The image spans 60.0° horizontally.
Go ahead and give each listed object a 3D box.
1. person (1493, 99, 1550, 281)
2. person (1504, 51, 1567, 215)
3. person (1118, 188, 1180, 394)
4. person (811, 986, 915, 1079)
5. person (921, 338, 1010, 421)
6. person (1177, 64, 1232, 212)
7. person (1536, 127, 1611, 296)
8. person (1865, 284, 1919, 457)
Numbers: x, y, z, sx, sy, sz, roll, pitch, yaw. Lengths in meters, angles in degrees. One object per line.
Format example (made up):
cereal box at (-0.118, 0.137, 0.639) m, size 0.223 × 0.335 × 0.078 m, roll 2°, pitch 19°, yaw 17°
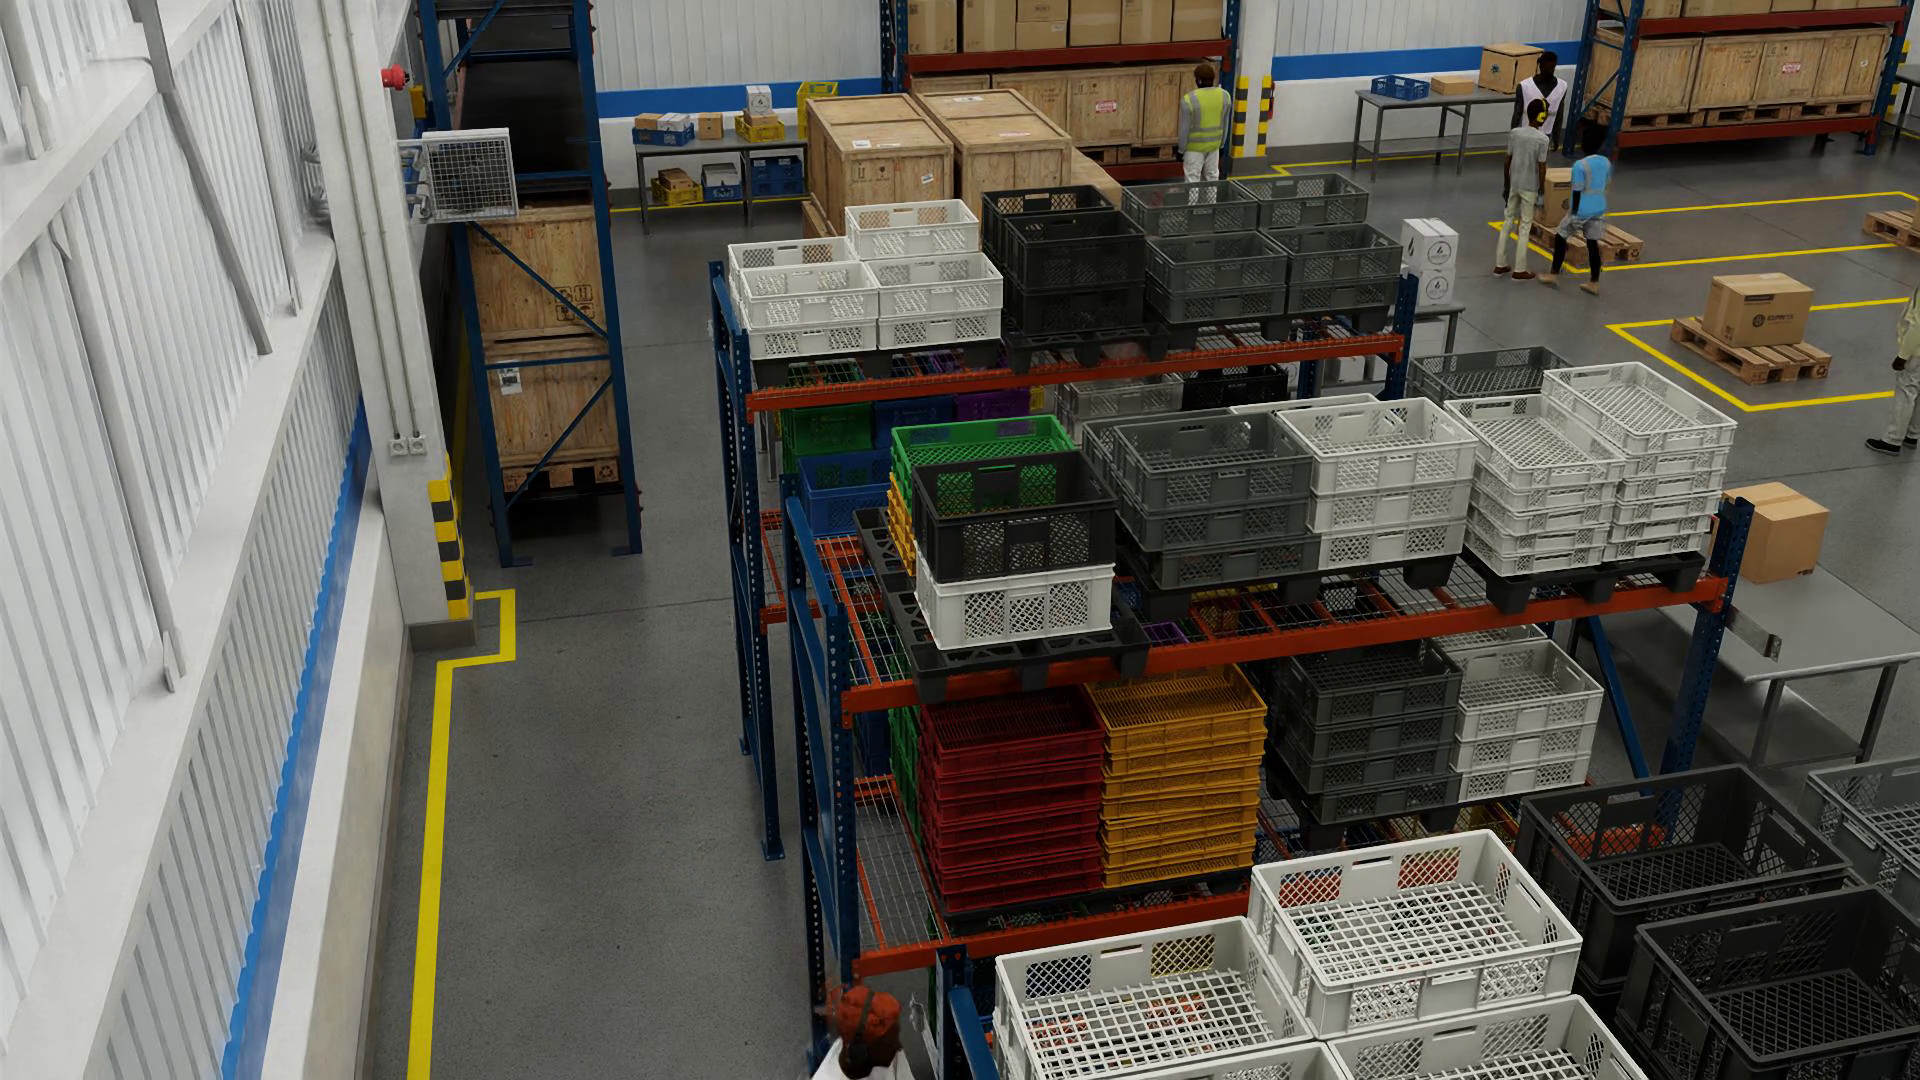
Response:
person at (5.833, -3.621, 17.191) m, size 0.327 × 1.865 × 0.521 m, roll -19°, pitch 33°, yaw -31°
person at (6.592, -4.649, 19.098) m, size 0.594 × 1.909 × 0.387 m, roll -2°, pitch 28°, yaw -5°
person at (1.602, -2.080, 14.267) m, size 0.398 × 1.874 × 0.782 m, roll 18°, pitch 33°, yaw 30°
person at (-0.253, 2.343, 5.900) m, size 0.970 × 1.837 × 0.593 m, roll 9°, pitch 29°, yaw 16°
person at (0.056, -0.939, 12.051) m, size 0.693 × 1.927 × 0.356 m, roll -2°, pitch 28°, yaw -4°
person at (2.715, -4.433, 18.758) m, size 0.626 × 1.842 × 0.429 m, roll -11°, pitch 30°, yaw -20°
person at (6.336, -3.353, 16.914) m, size 0.538 × 1.652 × 0.734 m, roll -15°, pitch 31°, yaw -26°
person at (7.704, -1.566, 13.326) m, size 0.601 × 1.829 × 0.404 m, roll -16°, pitch 32°, yaw -27°
